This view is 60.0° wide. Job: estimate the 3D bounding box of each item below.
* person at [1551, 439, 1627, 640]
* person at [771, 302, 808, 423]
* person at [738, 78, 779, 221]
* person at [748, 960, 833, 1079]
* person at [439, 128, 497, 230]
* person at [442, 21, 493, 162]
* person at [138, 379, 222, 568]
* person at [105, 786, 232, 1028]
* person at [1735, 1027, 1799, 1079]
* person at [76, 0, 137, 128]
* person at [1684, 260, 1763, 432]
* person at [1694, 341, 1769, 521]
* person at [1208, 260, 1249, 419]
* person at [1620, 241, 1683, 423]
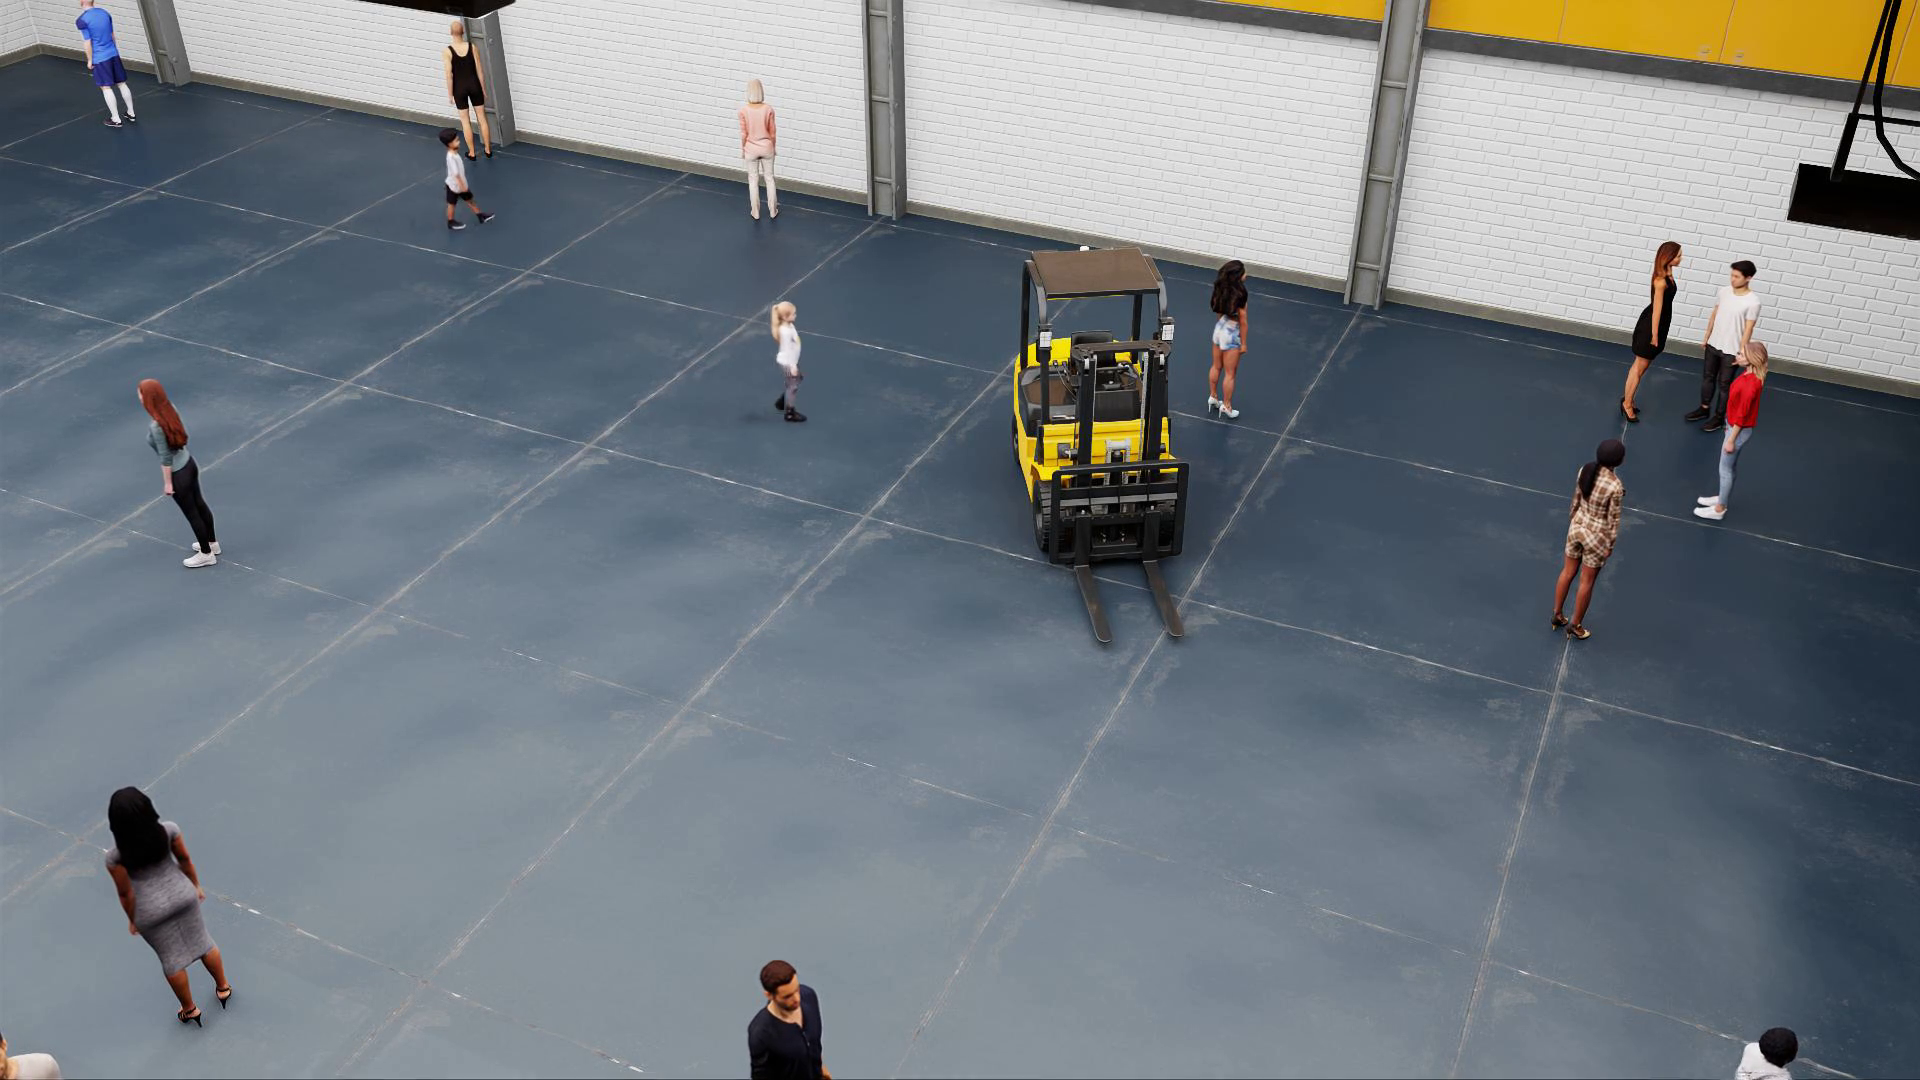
[{"bbox_3d":[4.920,-0.008,13.010,0.743,1.794,0.660,-17,37,-24],"label":"person"},{"bbox_3d":[-1.713,-1.718,16.057,0.659,1.270,0.608,-4,34,-5],"label":"person"},{"bbox_3d":[-2.447,-4.756,20.216,0.653,1.725,0.743,-7,34,-10],"label":"person"},{"bbox_3d":[-0.892,2.853,8.647,0.586,1.859,0.676,22,39,29],"label":"person"},{"bbox_3d":[-6.130,-4.323,20.010,0.882,1.232,0.749,-3,34,-5],"label":"person"},{"bbox_3d":[-6.472,-5.900,21.854,0.717,1.816,0.736,-16,37,-23],"label":"person"},{"bbox_3d":[-6.523,-0.561,13.889,0.663,1.742,0.663,0,34,-1],"label":"person"},{"bbox_3d":[-4.661,2.156,9.767,0.659,1.781,0.644,-29,43,-36],"label":"person"},{"bbox_3d":[4.175,3.070,8.893,0.901,1.226,0.828,-10,35,-15],"label":"person"},{"bbox_3d":[-11.829,-6.668,22.987,0.554,1.842,0.662,15,37,22],"label":"person"},{"bbox_3d":[7.345,-1.879,15.897,0.770,1.716,0.691,-14,36,-20],"label":"person"},{"bbox_3d":[6.791,-0.959,14.521,0.502,1.705,0.603,14,36,20],"label":"person"},{"bbox_3d":[2.591,-1.944,16.074,0.721,1.626,0.645,-17,37,-24],"label":"person"},{"bbox_3d":[6.635,-2.000,15.970,0.509,1.835,0.570,14,36,20],"label":"person"}]
